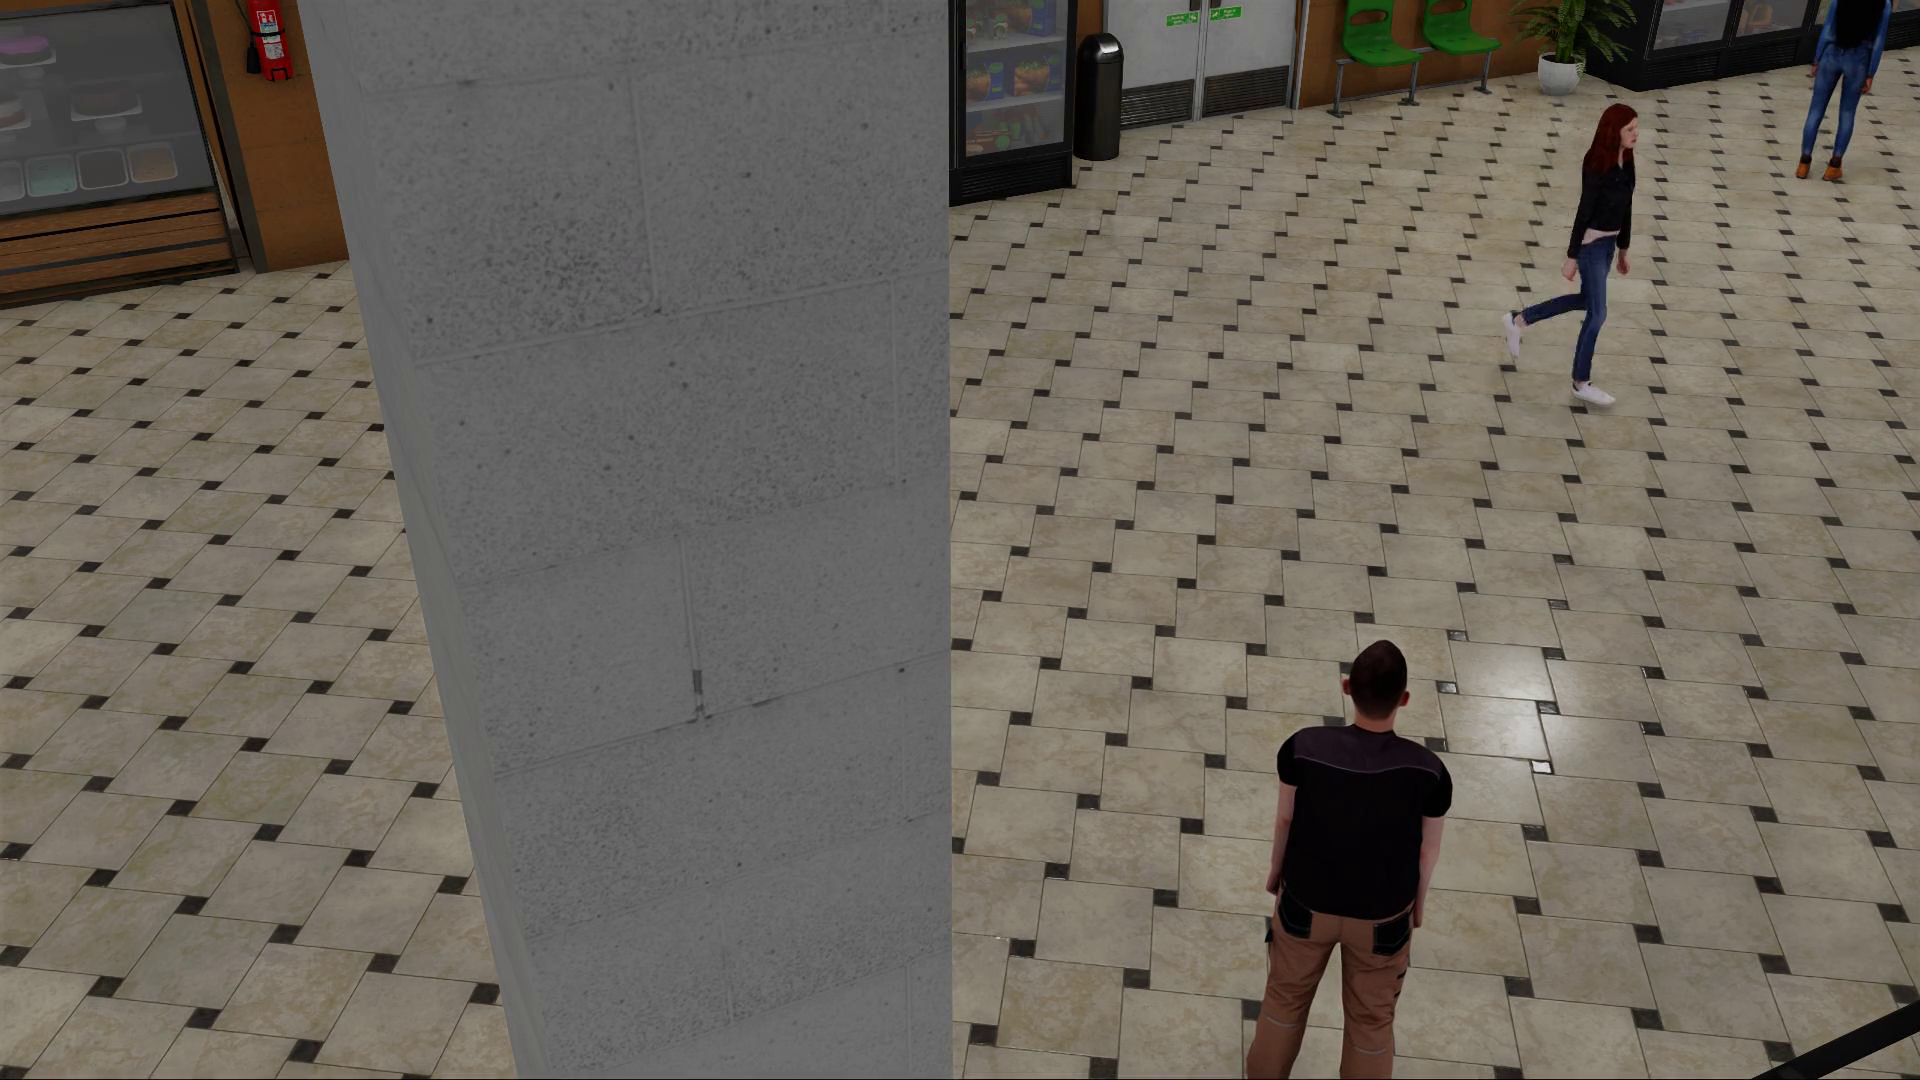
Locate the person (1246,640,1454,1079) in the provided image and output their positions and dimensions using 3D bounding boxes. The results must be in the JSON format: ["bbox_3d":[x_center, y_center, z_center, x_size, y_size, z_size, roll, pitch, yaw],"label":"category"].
[{"bbox_3d":[1.200,1.111,5.190,0.762,1.837,0.820,10,33,16],"label":"person"}]

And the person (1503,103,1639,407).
[{"bbox_3d":[3.637,-1.691,9.765,0.810,1.761,1.142,-26,40,-35],"label":"person"}]

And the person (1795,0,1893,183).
[{"bbox_3d":[6.882,-3.665,12.982,0.656,1.713,0.760,18,36,27],"label":"person"}]
